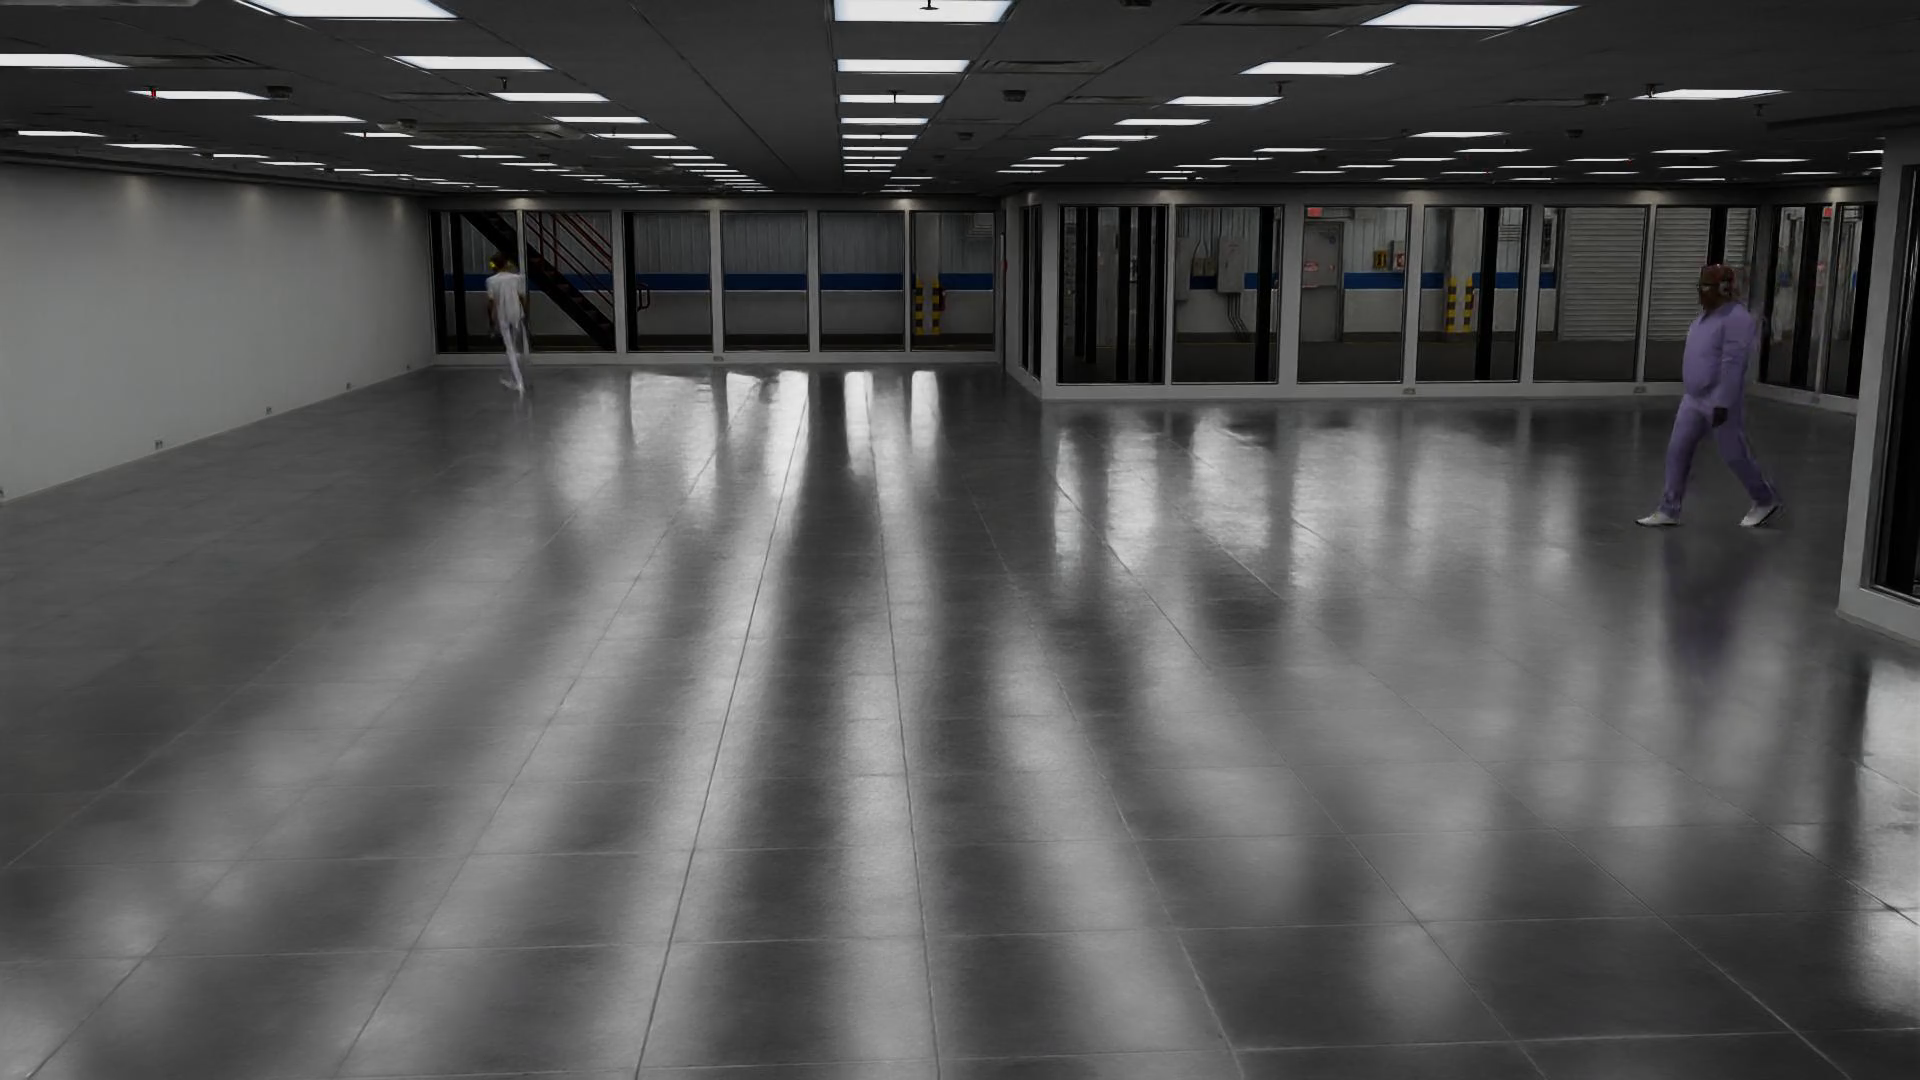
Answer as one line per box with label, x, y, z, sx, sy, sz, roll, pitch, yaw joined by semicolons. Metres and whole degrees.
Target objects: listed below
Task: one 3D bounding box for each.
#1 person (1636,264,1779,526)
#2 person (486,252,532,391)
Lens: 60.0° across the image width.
person;5.367;-1.005;11.730;0.956;1.869;0.637;-2;11;-9
person;-6.002;-2.888;22.017;0.580;1.847;0.667;-10;14;-42
